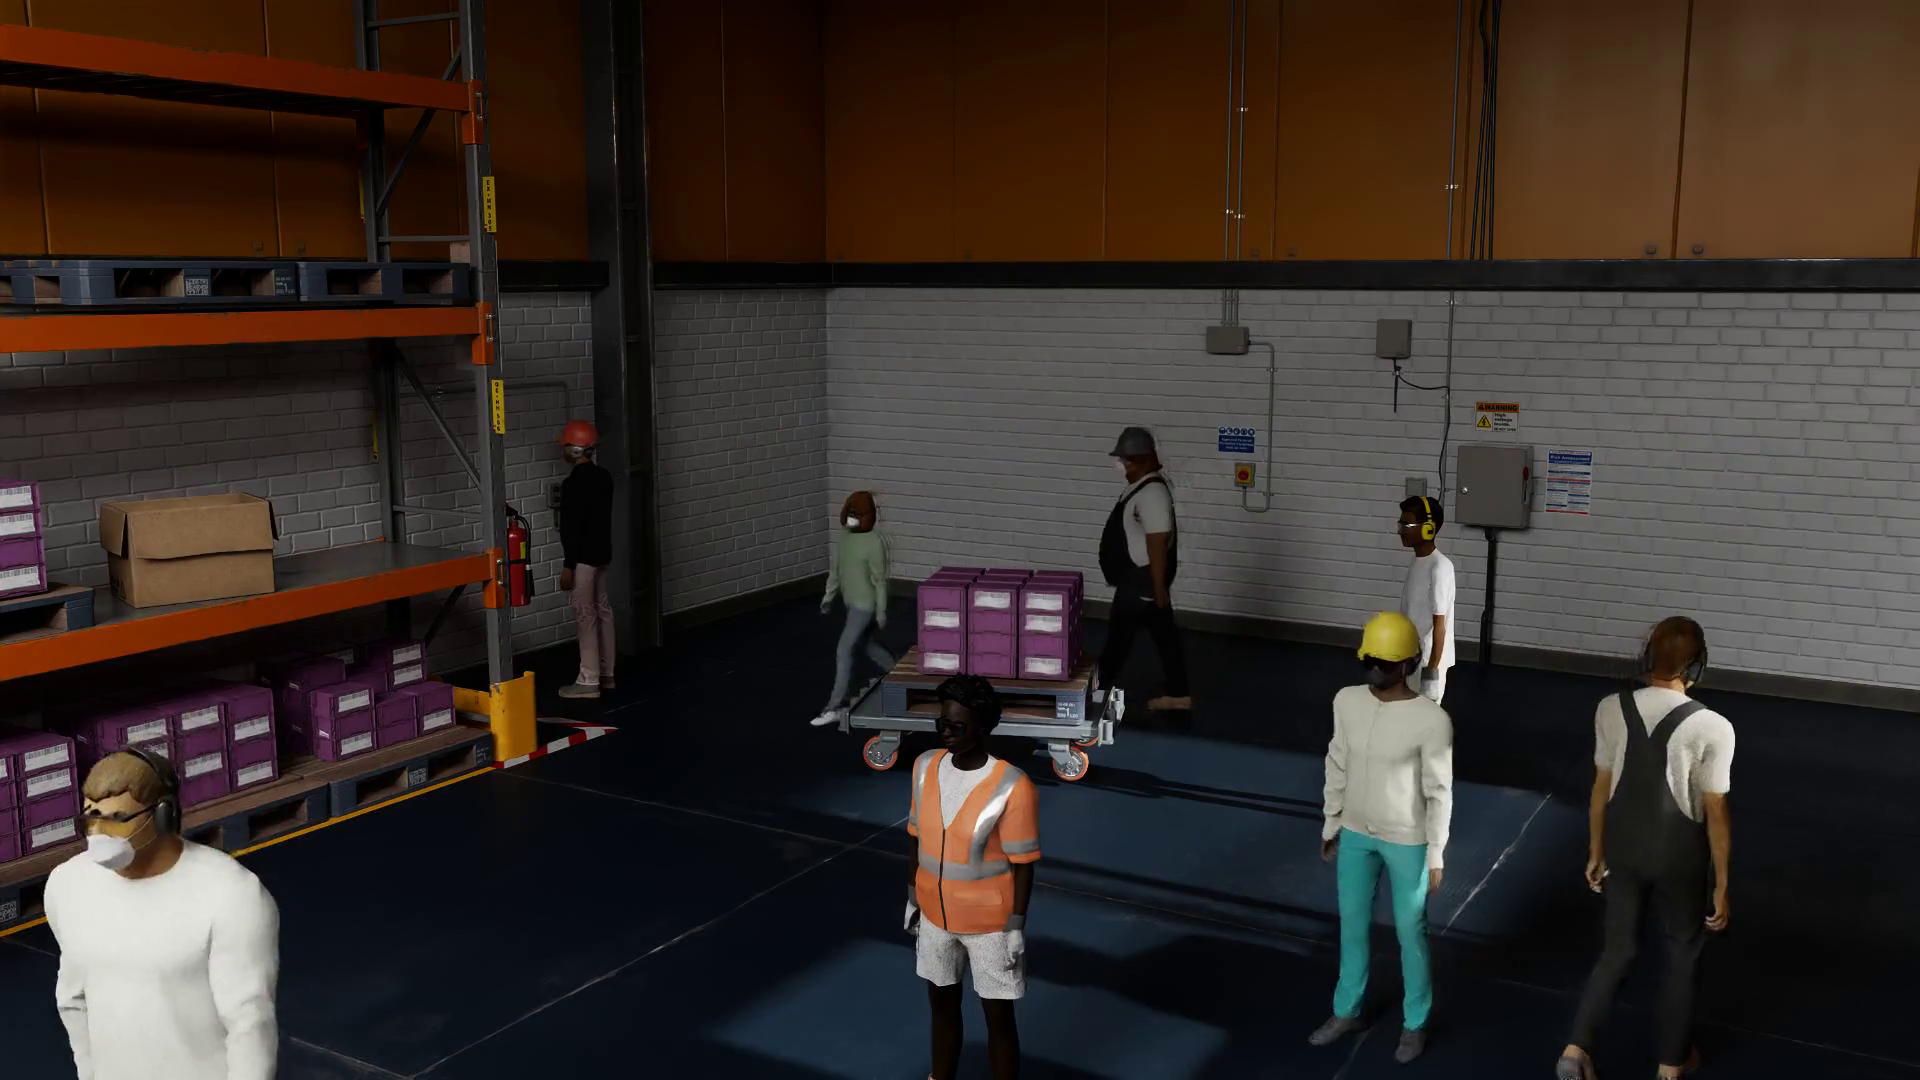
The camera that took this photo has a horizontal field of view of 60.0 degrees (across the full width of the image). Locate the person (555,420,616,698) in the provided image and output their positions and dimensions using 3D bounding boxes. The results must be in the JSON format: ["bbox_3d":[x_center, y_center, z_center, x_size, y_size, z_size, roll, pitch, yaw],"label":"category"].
[{"bbox_3d":[-2.691,0.134,11.943,0.393,1.991,0.634,2,9,15],"label":"person"}]

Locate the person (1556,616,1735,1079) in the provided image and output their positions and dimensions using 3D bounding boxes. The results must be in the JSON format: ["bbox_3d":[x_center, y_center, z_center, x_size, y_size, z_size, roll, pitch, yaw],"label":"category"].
[{"bbox_3d":[2.494,1.181,6.010,0.534,1.805,0.839,9,12,43],"label":"person"}]

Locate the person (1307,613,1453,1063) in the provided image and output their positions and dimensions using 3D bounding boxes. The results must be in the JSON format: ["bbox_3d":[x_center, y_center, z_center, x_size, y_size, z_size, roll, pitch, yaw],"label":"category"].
[{"bbox_3d":[1.636,1.141,6.417,0.398,1.764,0.552,-9,13,-44],"label":"person"}]

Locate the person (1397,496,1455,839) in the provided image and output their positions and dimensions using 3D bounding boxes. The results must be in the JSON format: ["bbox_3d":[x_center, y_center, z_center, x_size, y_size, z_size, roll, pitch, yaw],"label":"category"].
[{"bbox_3d":[2.479,0.685,8.925,0.323,1.862,0.510,0,9,0],"label":"person"}]

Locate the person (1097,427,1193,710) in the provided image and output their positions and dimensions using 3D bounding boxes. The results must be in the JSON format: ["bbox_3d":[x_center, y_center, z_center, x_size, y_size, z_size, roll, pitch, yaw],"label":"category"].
[{"bbox_3d":[1.164,0.193,11.414,0.993,2.000,0.698,1,9,6],"label":"person"}]

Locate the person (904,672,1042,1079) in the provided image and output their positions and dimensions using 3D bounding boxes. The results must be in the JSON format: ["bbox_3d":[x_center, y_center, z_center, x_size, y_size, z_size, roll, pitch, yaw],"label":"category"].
[{"bbox_3d":[0.026,1.281,5.692,0.529,1.697,0.321,6,11,35],"label":"person"}]

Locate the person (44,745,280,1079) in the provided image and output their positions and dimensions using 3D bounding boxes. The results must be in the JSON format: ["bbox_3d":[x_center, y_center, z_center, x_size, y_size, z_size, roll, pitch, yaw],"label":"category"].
[{"bbox_3d":[-1.993,1.441,4.091,0.658,1.885,1.000,2,9,10],"label":"person"}]

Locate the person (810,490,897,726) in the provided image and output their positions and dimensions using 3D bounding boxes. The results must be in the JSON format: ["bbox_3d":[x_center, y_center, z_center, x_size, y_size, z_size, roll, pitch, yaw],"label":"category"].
[{"bbox_3d":[-0.637,0.433,11.269,0.802,1.596,0.557,-5,10,-29],"label":"person"}]
